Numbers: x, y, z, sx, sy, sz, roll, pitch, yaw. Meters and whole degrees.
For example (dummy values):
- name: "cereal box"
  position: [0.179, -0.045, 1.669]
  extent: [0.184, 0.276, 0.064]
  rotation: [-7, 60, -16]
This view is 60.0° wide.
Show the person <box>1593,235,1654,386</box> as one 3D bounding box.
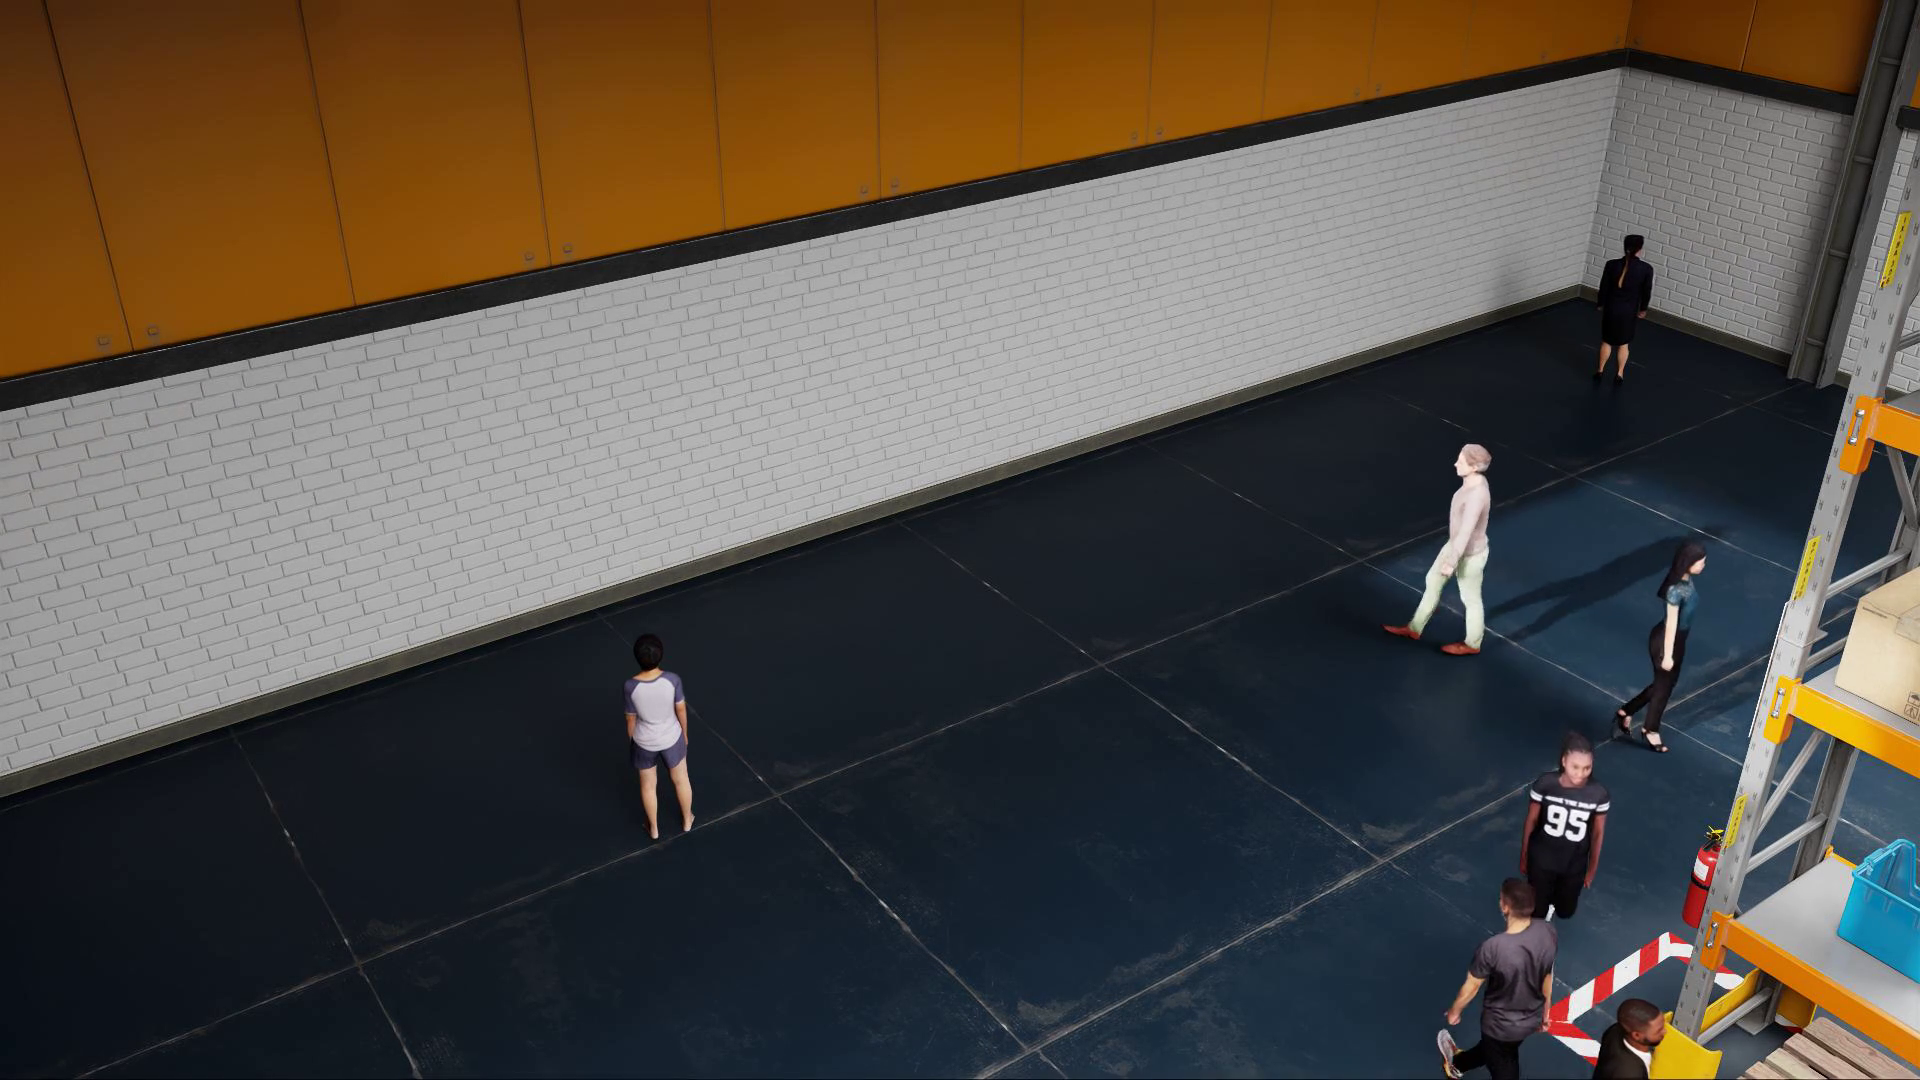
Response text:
- name: "person"
  position: [7.197, -2.498, 18.113]
  extent: [0.752, 1.669, 0.861]
  rotation: [13, 31, 22]

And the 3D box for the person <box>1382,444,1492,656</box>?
- name: "person"
  position: [4.085, 0.116, 13.137]
  extent: [1.136, 1.847, 1.084]
  rotation: [4, 29, 7]

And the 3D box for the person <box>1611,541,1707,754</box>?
- name: "person"
  position: [5.106, 0.772, 12.057]
  extent: [0.765, 1.729, 0.706]
  rotation: [14, 32, 24]

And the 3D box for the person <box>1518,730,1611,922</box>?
- name: "person"
  position: [3.589, 1.884, 10.036]
  extent: [0.996, 1.712, 1.018]
  rotation: [8, 30, 14]

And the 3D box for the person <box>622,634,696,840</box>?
- name: "person"
  position: [-2.045, 1.318, 11.227]
  extent: [0.629, 1.565, 0.620]
  rotation: [-8, 30, -14]

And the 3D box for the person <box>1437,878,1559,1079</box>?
- name: "person"
  position: [2.919, 2.599, 8.722]
  extent: [0.839, 1.714, 1.209]
  rotation: [-10, 30, -17]

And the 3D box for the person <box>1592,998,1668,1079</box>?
- name: "person"
  position: [3.129, 2.919, 8.046]
  extent: [0.792, 1.799, 0.742]
  rotation: [6, 29, 11]
